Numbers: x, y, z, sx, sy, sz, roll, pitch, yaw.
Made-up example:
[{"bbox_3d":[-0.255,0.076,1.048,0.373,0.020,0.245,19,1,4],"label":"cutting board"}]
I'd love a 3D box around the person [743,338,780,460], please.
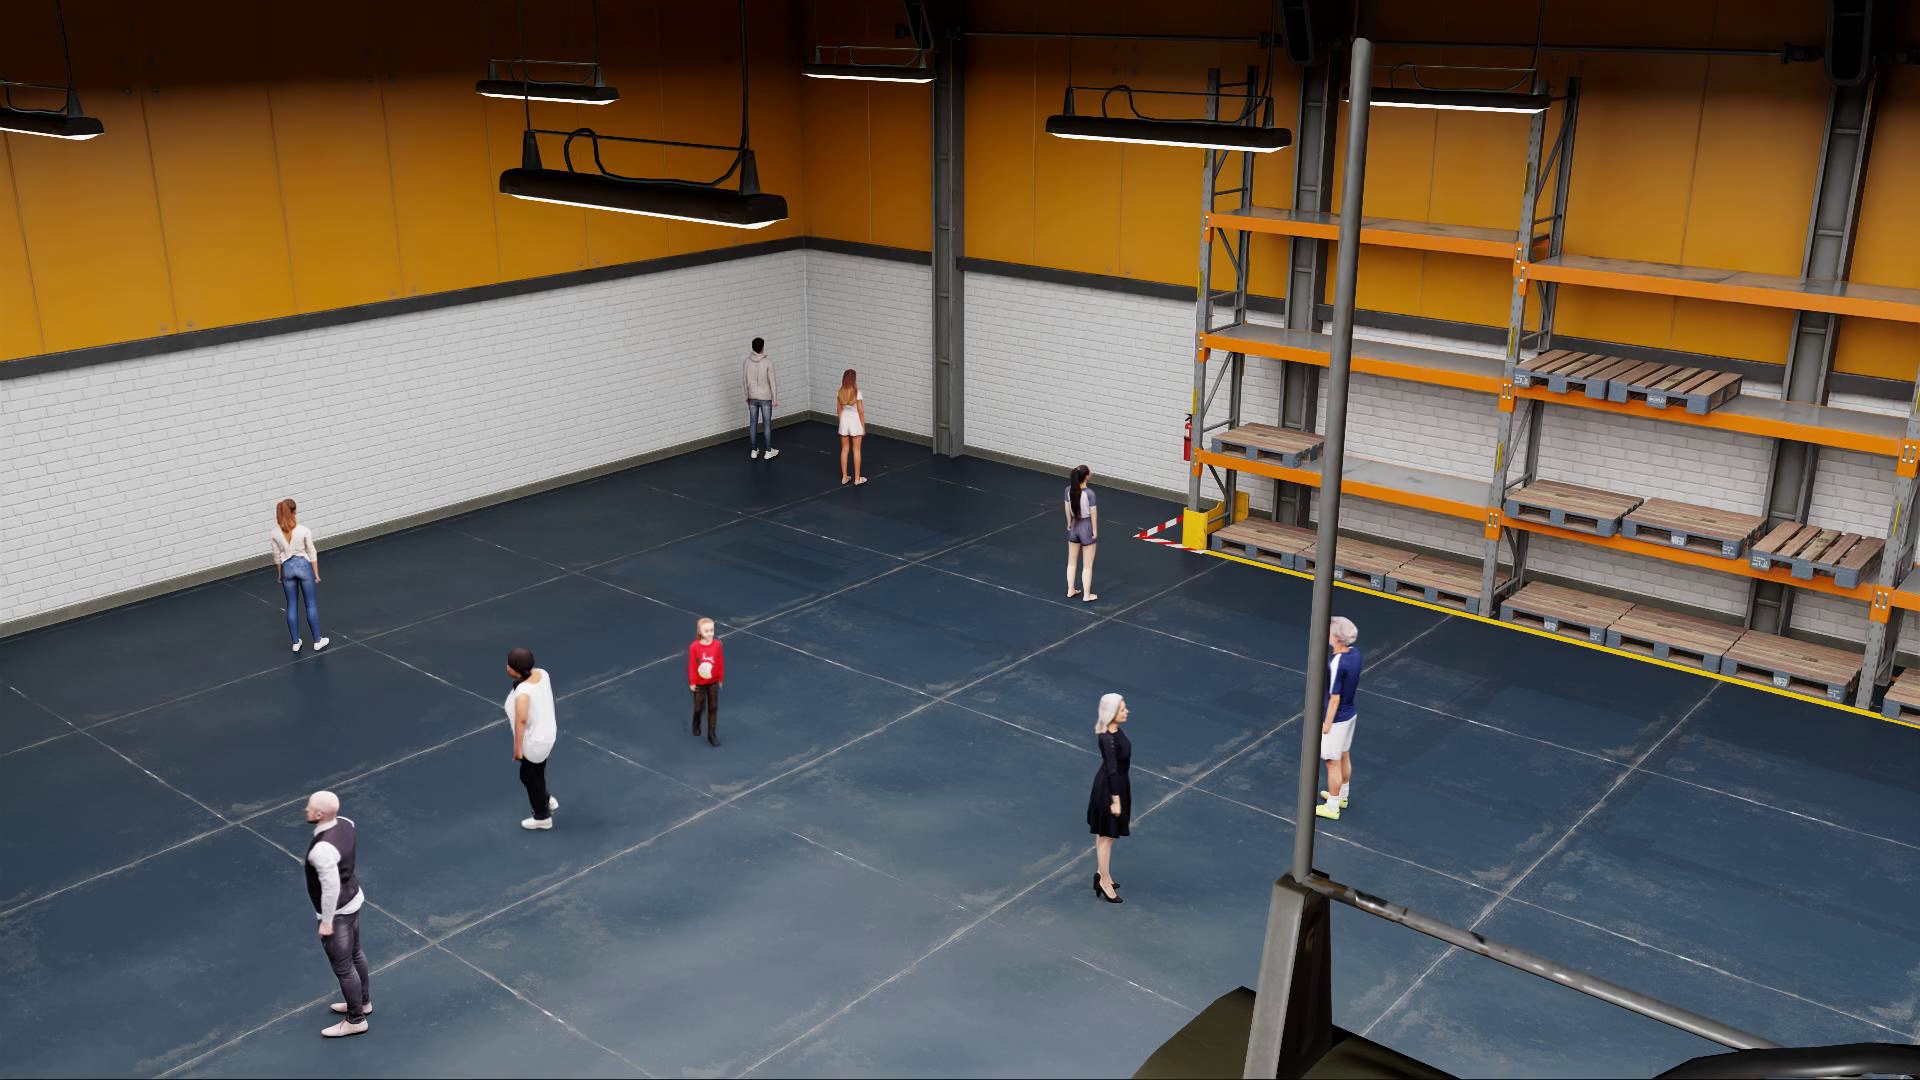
[{"bbox_3d":[-3.082,-2.185,25.500,0.685,1.851,0.820,4,19,11],"label":"person"}]

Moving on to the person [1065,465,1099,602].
[{"bbox_3d":[1.434,-0.092,19.598,0.450,1.651,0.646,15,23,37],"label":"person"}]

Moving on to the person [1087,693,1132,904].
[{"bbox_3d":[1.200,2.020,13.178,0.738,1.747,0.698,1,19,3],"label":"person"}]

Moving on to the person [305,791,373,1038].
[{"bbox_3d":[-4.292,2.553,11.474,0.836,1.824,0.770,-2,19,-6],"label":"person"}]

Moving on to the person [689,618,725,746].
[{"bbox_3d":[-2.455,1.336,15.953,0.618,1.272,0.703,-9,20,-24],"label":"person"}]

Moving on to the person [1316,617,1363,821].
[{"bbox_3d":[3.295,1.531,14.486,0.578,1.838,0.656,12,22,32],"label":"person"}]

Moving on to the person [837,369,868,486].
[{"bbox_3d":[-1.590,-1.652,24.159,0.581,1.697,0.693,8,20,21],"label":"person"}]

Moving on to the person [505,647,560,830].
[{"bbox_3d":[-3.608,1.697,14.245,0.813,1.677,0.790,2,19,7],"label":"person"}]

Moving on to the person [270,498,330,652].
[{"bbox_3d":[-7.217,0.373,18.111,0.681,1.720,0.742,-2,19,-5],"label":"person"}]
